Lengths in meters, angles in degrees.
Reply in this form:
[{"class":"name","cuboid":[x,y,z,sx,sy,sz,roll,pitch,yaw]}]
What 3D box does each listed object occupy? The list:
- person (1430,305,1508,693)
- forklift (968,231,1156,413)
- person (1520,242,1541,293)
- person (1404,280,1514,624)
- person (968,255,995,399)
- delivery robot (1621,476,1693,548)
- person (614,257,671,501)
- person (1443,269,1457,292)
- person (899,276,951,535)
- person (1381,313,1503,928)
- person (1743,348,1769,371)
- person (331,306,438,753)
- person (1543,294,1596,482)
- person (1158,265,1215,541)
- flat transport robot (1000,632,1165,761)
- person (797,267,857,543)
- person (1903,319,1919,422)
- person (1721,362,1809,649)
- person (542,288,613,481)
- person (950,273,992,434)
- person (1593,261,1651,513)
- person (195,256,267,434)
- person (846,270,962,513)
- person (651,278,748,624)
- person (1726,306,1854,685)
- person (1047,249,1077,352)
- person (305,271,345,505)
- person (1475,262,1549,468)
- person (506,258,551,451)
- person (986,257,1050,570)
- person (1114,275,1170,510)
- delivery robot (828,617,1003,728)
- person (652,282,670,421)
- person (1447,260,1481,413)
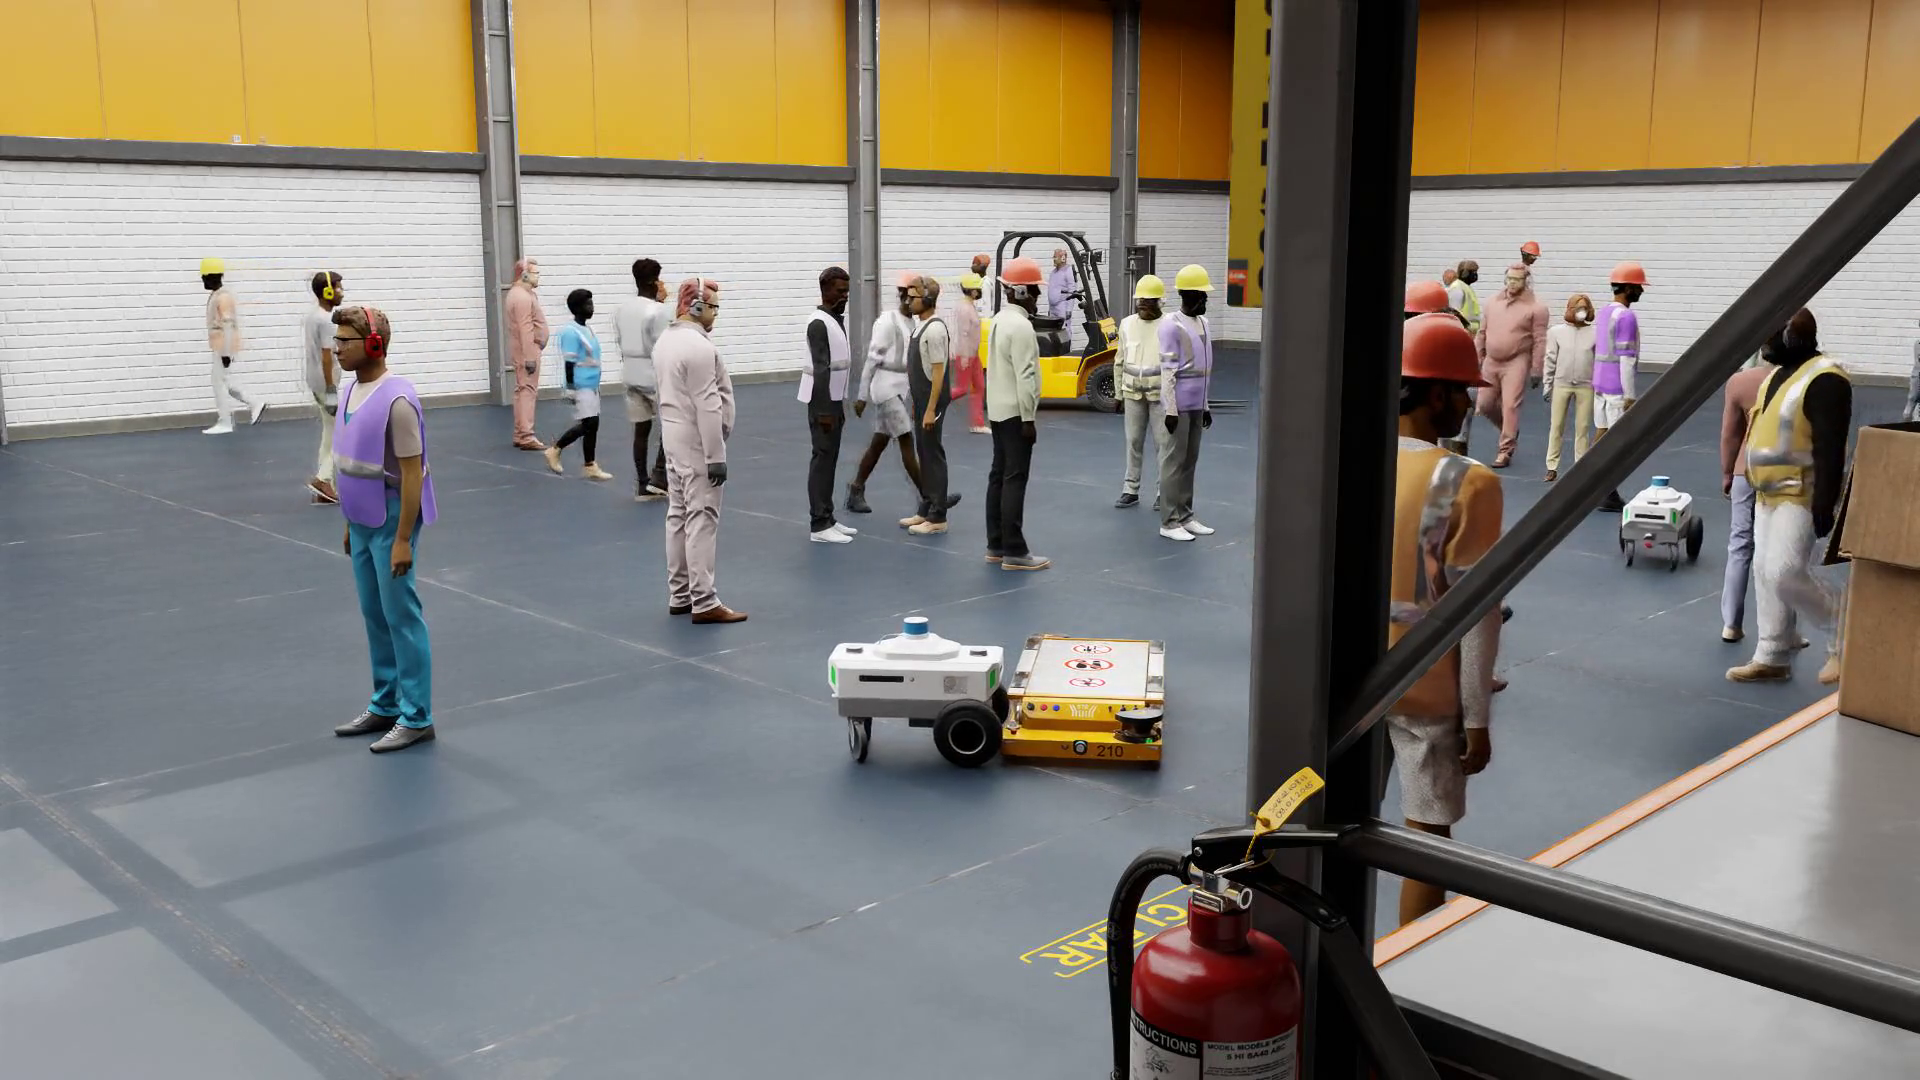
[{"class":"person","cuboid":[2.108,-0.157,7.613,0.907,1.831,0.540,-6,12,-28]},{"class":"forklift","cuboid":[1.222,-2.721,20.561,2.313,2.155,1.214,2,11,13]},{"class":"person","cuboid":[8.784,-3.611,25.860,0.405,2.030,0.611,5,12,25]},{"class":"person","cuboid":[2.493,-0.429,8.878,0.965,1.887,0.571,3,11,14]},{"class":"person","cuboid":[0.293,-2.772,21.707,0.425,1.882,0.596,-1,10,-4]},{"class":"delivery robot","cuboid":[4.569,-0.173,10.888,0.477,0.478,0.707,6,12,30]},{"class":"person","cuboid":[-2.474,-1.281,13.345,0.645,1.953,0.456,8,13,38]},{"class":"person","cuboid":[7.078,-3.097,24.123,0.514,1.642,0.310,1,10,6]},{"class":"person","cuboid":[-0.243,-0.959,11.915,0.345,1.844,0.506,-2,11,-13]},{"class":"person","cuboid":[1.170,0.379,4.370,0.376,1.934,0.547,-9,14,-41]},{"class":"person","cuboid":[6.975,-1.274,14.236,0.531,1.614,0.383,3,11,17]},{"class":"person","cuboid":[-2.407,-0.051,6.950,0.386,1.845,0.568,-10,14,-42]},{"class":"person","cuboid":[5.305,-1.308,14.384,0.507,1.633,0.280,3,11,18]},{"class":"person","cuboid":[1.607,-0.965,11.716,0.367,1.927,0.590,7,12,33]},{"class":"flat transport robot","cuboid":[0.574,0.663,7.356,0.652,0.197,1.431,1,10,7]},{"class":"person","cuboid":[-0.929,-0.946,11.651,0.395,1.915,0.587,1,10,6]},{"class":"person","cuboid":[7.689,-1.079,13.201,0.528,1.615,0.502,-3,11,-15]},{"class":"person","cuboid":[4.206,-0.316,8.615,0.315,1.769,0.524,-10,14,-43]},{"class":"person","cuboid":[-3.317,-1.336,14.401,0.491,1.684,0.540,1,10,5]},{"class":"person","cuboid":[0.016,-1.997,17.858,0.737,1.738,0.522,3,11,14]},{"class":"person","cuboid":[5.107,-1.184,12.884,0.370,1.935,0.548,0,10,0]},{"class":"person","cuboid":[-7.910,-2.100,17.962,0.593,1.906,0.603,-6,12,-28]},{"class":"person","cuboid":[-0.482,-1.109,12.678,0.975,1.858,0.613,4,11,22]},{"class":"person","cuboid":[-1.442,-0.491,9.209,0.407,1.902,0.639,-6,12,-31]},{"class":"person","cuboid":[3.957,-0.198,7.857,0.504,1.809,0.655,1,10,3]},{"class":"person","cuboid":[1.619,-3.776,27.099,0.409,1.907,0.651,-6,12,-30]},{"class":"person","cuboid":[-4.950,-1.184,13.111,0.412,1.853,0.561,-6,12,-29]},{"class":"person","cuboid":[5.111,-1.635,15.467,0.661,1.895,0.681,-9,14,-42]},{"class":"person","cuboid":[-4.294,-1.847,16.590,0.403,1.904,0.651,-4,11,-19]},{"class":"person","cuboid":[0.367,-0.809,10.683,0.395,1.993,0.614,-3,11,-16]},{"class":"person","cuboid":[1.471,-1.141,12.944,0.600,1.827,0.403,5,12,26]},{"class":"delivery robot","cuboid":[-0.182,0.562,6.879,0.707,0.478,0.477,1,11,5]},{"class":"person","cuboid":[-3.522,-2.165,19.089,0.611,1.608,0.538,-7,12,-32]},{"class":"person","cuboid":[6.128,-2.467,20.191,0.492,1.843,0.645,5,12,26]}]
